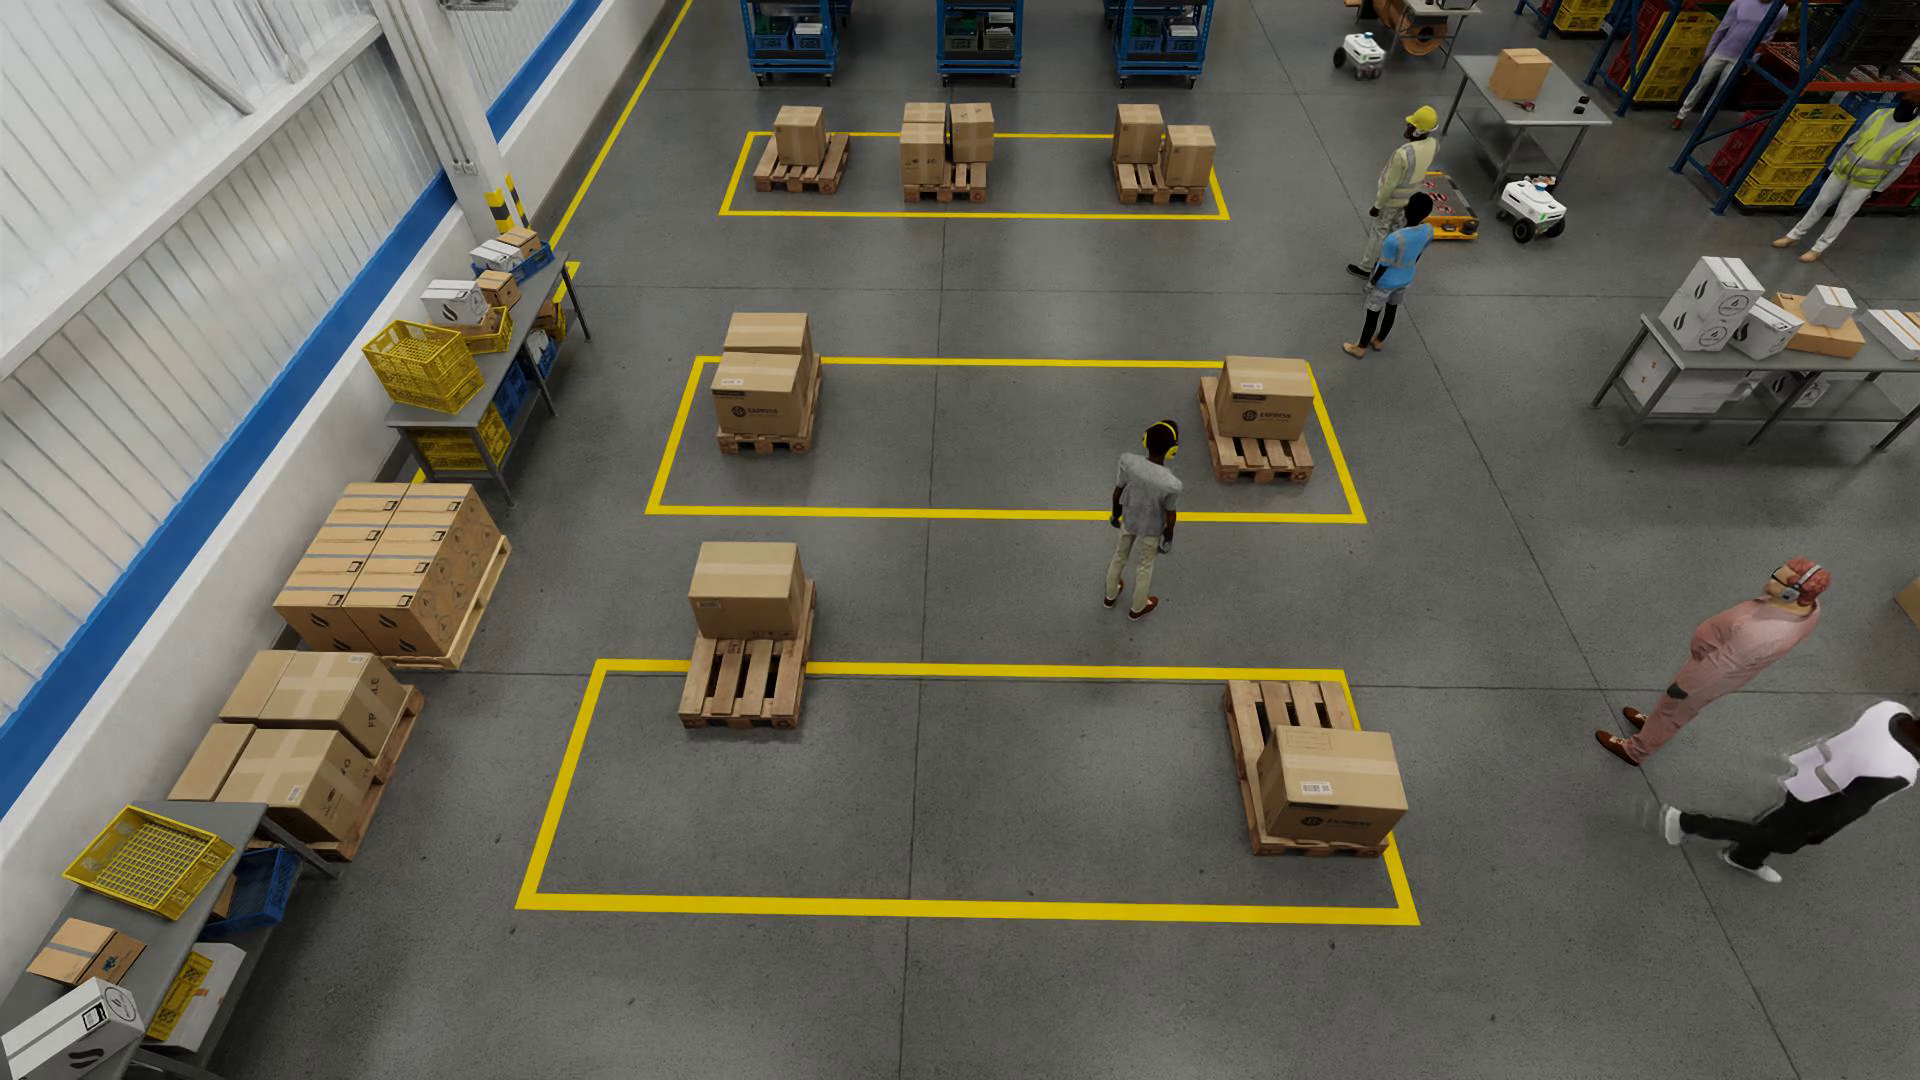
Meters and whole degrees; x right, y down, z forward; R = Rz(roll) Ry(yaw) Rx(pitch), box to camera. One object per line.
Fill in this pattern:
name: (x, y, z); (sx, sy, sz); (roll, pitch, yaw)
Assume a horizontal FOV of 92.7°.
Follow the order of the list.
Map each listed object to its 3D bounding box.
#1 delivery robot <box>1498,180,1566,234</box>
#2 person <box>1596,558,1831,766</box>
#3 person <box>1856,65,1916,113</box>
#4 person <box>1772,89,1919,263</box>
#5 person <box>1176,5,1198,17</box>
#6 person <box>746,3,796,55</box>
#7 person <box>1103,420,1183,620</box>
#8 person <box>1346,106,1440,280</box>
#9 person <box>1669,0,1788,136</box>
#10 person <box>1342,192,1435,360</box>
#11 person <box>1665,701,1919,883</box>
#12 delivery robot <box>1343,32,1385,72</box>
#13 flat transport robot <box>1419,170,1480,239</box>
delivery robot: (6.650, -3.908, 10.652); (0.477, 0.478, 0.707); (-13, 50, -11)
person: (4.733, 0.787, 5.769); (0.633, 1.899, 0.401); (-24, 53, -20)
person: (12.190, -6.150, 11.791); (0.607, 1.874, 0.377); (-32, 56, -24)
person: (9.642, -3.905, 9.863); (0.429, 1.841, 0.634); (-16, 51, -14)
person: (3.775, -9.305, 14.669); (0.307, 1.640, 0.519); (-29, 55, -23)
person: (-2.824, -8.296, 13.600); (0.956, 1.960, 0.602); (-31, 56, -24)
person: (1.312, -0.115, 6.569); (0.511, 1.865, 0.329); (30, 55, 23)
person: (4.568, -3.624, 9.623); (0.594, 1.837, 0.404); (-27, 54, -21)
person: (9.965, -6.255, 11.841); (0.627, 1.932, 0.365); (30, 55, 23)
person: (4.106, -2.492, 8.734); (0.531, 1.698, 0.320); (-20, 52, -16)
person: (4.869, 1.416, 5.223); (0.679, 1.905, 0.594); (28, 55, 22)
delivery robot: (5.950, -7.217, 13.516); (0.477, 0.478, 0.707); (-7, 49, -6)
flat transport robot: (5.692, -4.094, 11.059); (0.652, 0.197, 1.431); (1, 49, 1)
